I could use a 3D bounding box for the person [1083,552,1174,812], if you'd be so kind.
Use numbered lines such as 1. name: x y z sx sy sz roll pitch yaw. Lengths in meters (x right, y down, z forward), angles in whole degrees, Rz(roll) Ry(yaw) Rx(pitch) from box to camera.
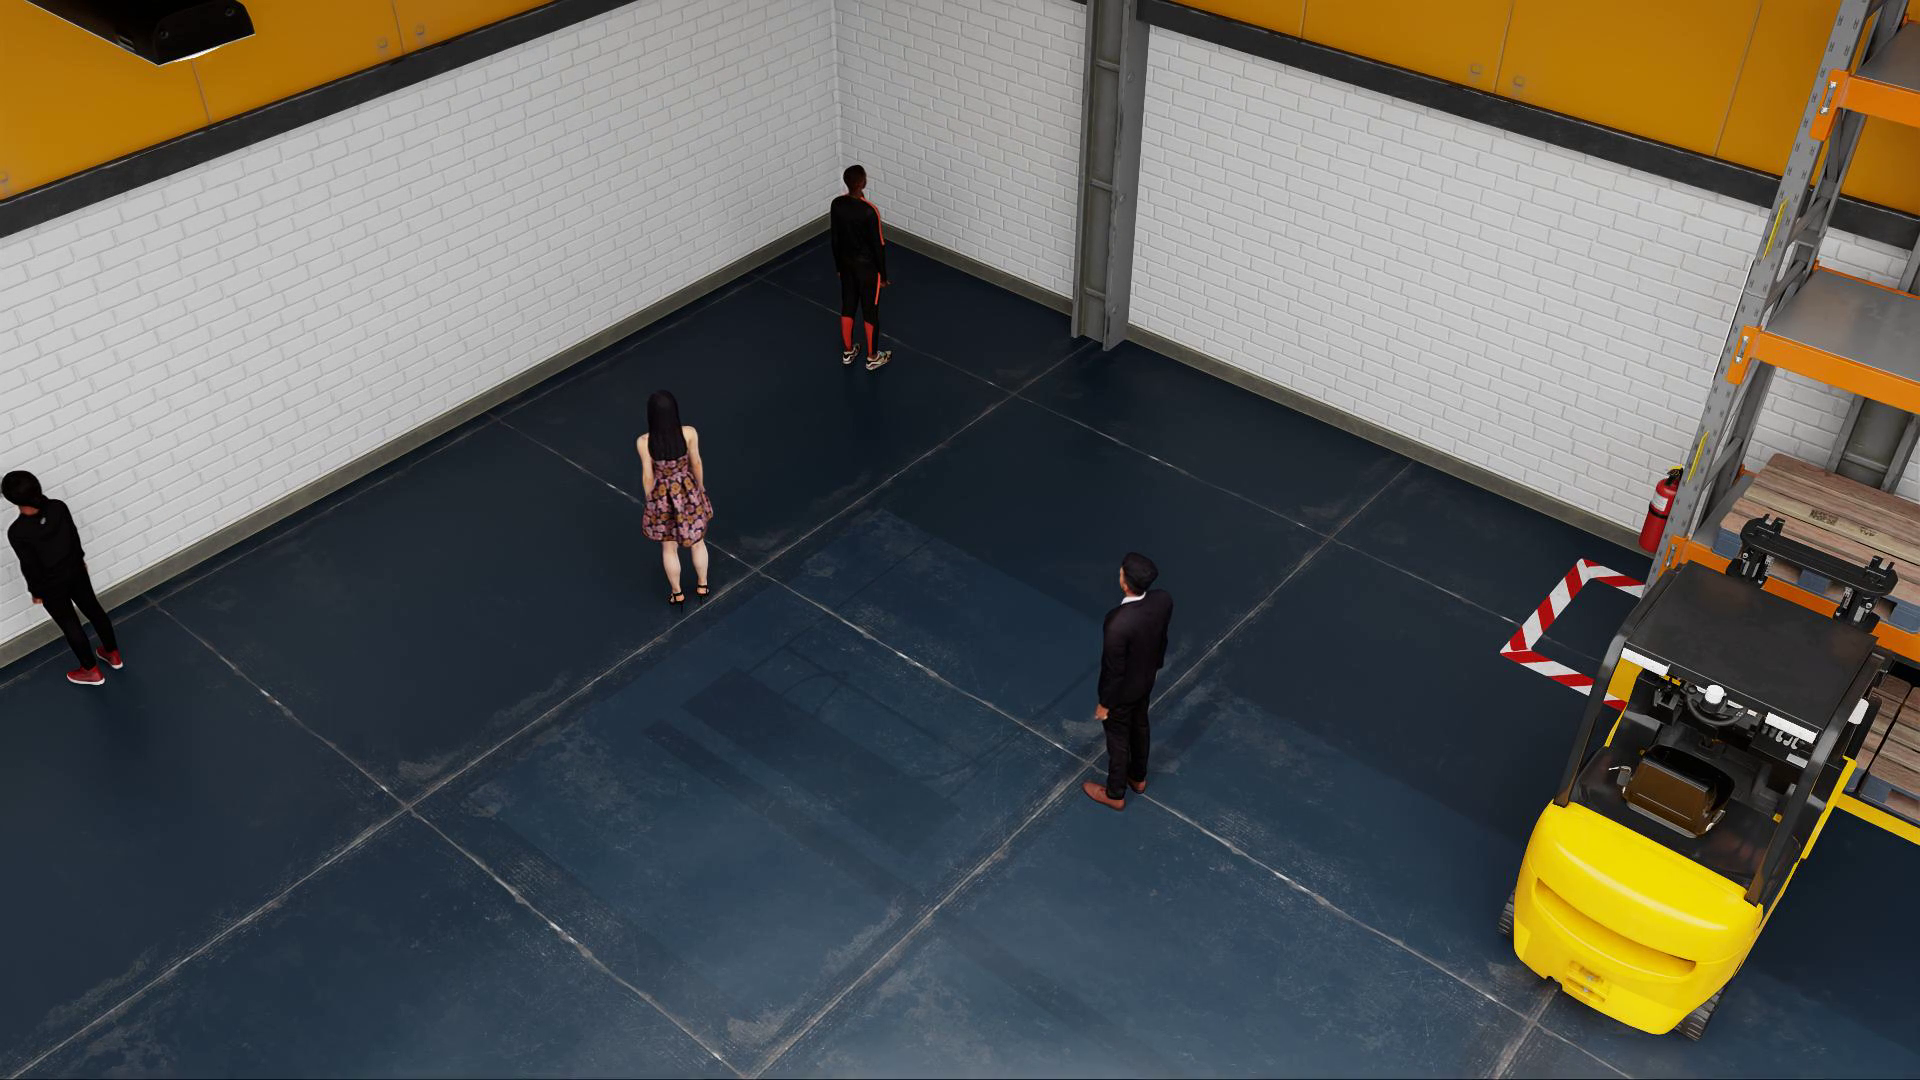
1. person: 0.994 0.833 9.770 0.548 1.884 0.709 31 48 32

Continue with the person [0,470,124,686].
1. person: -5.782 0.230 10.692 0.637 1.675 0.653 15 41 18

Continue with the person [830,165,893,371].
1. person: -0.831 -2.253 13.695 0.541 1.808 0.734 18 42 21

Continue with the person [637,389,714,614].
1. person: -1.920 -0.264 11.231 0.786 1.774 0.819 -15 41 -18
